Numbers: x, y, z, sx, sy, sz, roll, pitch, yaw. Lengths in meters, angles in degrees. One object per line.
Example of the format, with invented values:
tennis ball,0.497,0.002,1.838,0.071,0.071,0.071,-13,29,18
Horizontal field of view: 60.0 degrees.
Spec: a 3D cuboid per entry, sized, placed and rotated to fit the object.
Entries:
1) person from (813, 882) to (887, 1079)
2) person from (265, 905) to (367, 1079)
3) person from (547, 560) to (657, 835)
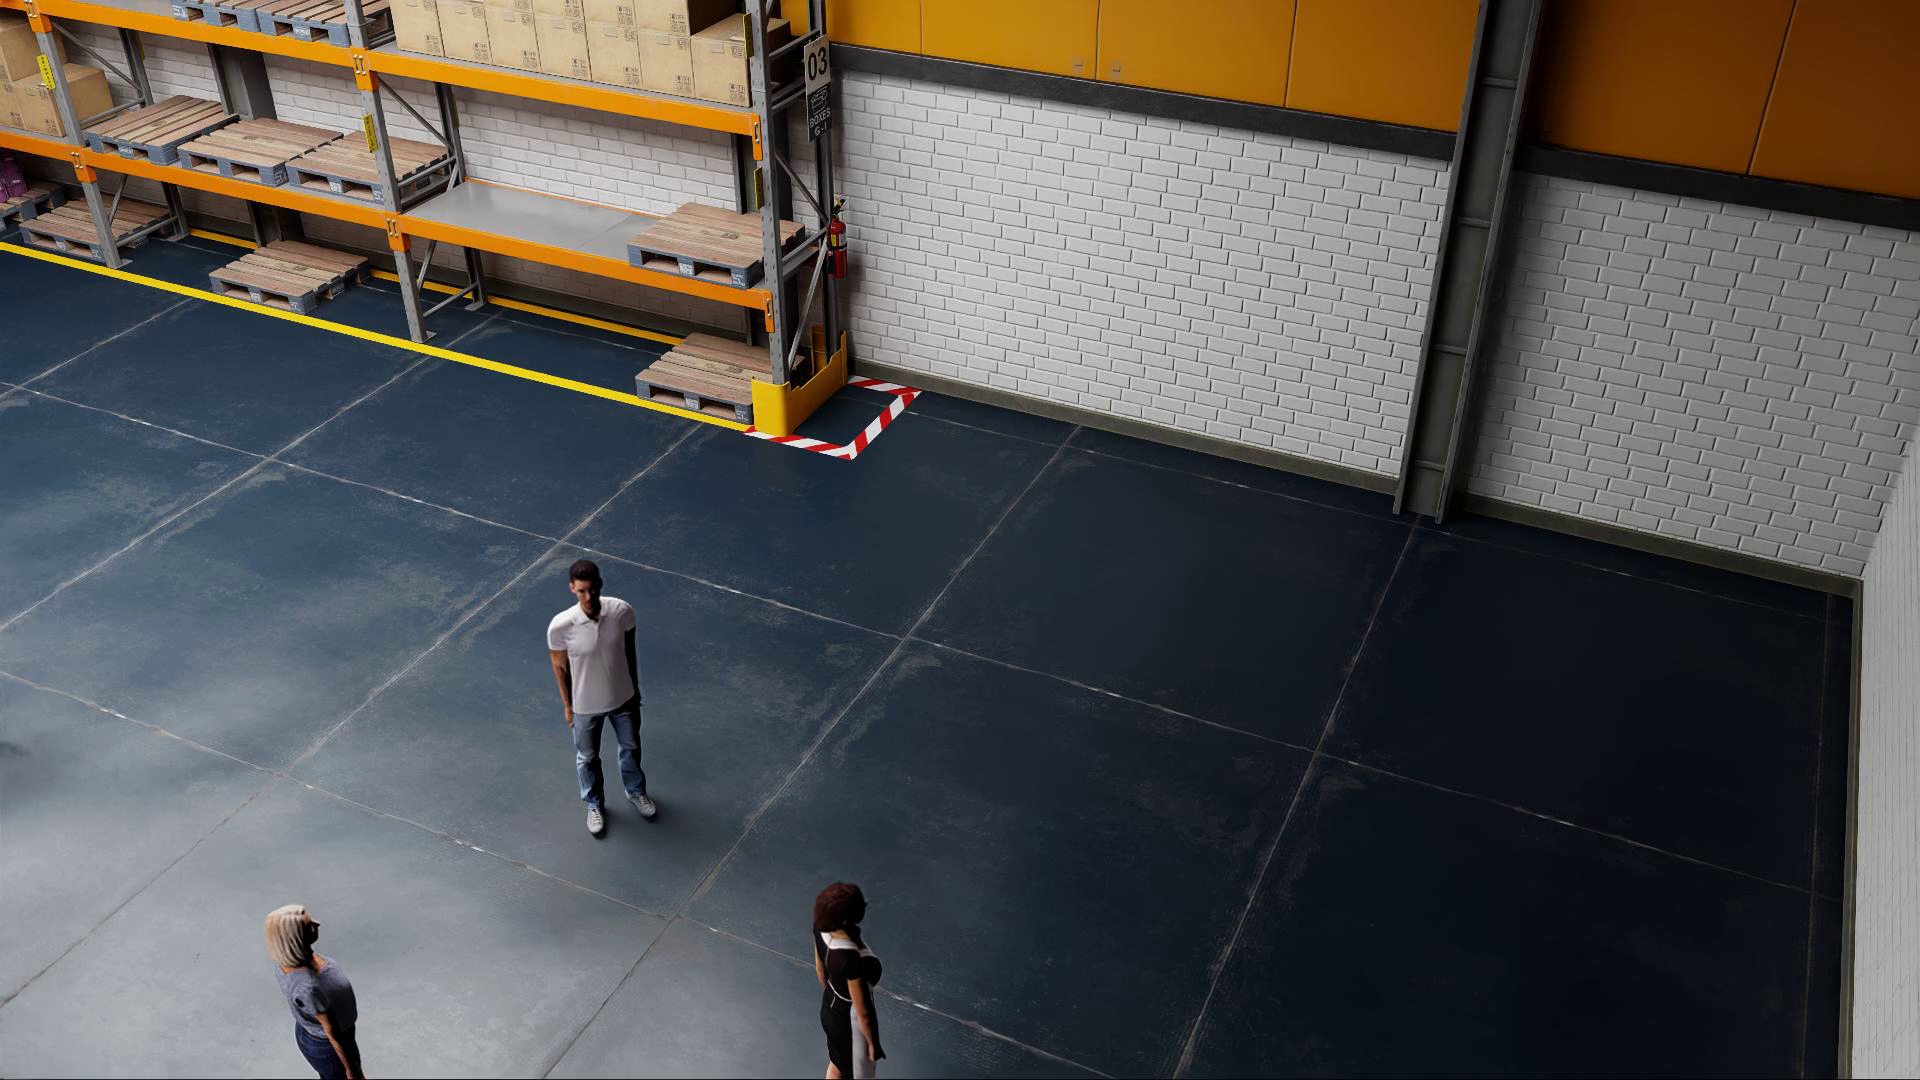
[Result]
person,-0.524,2.309,7.908,0.709,1.796,0.592,-20,39,-27
person,-3.005,2.368,7.885,0.720,1.723,0.591,-24,40,-32
person,-2.143,0.911,9.947,0.757,1.867,0.789,-15,37,-21
